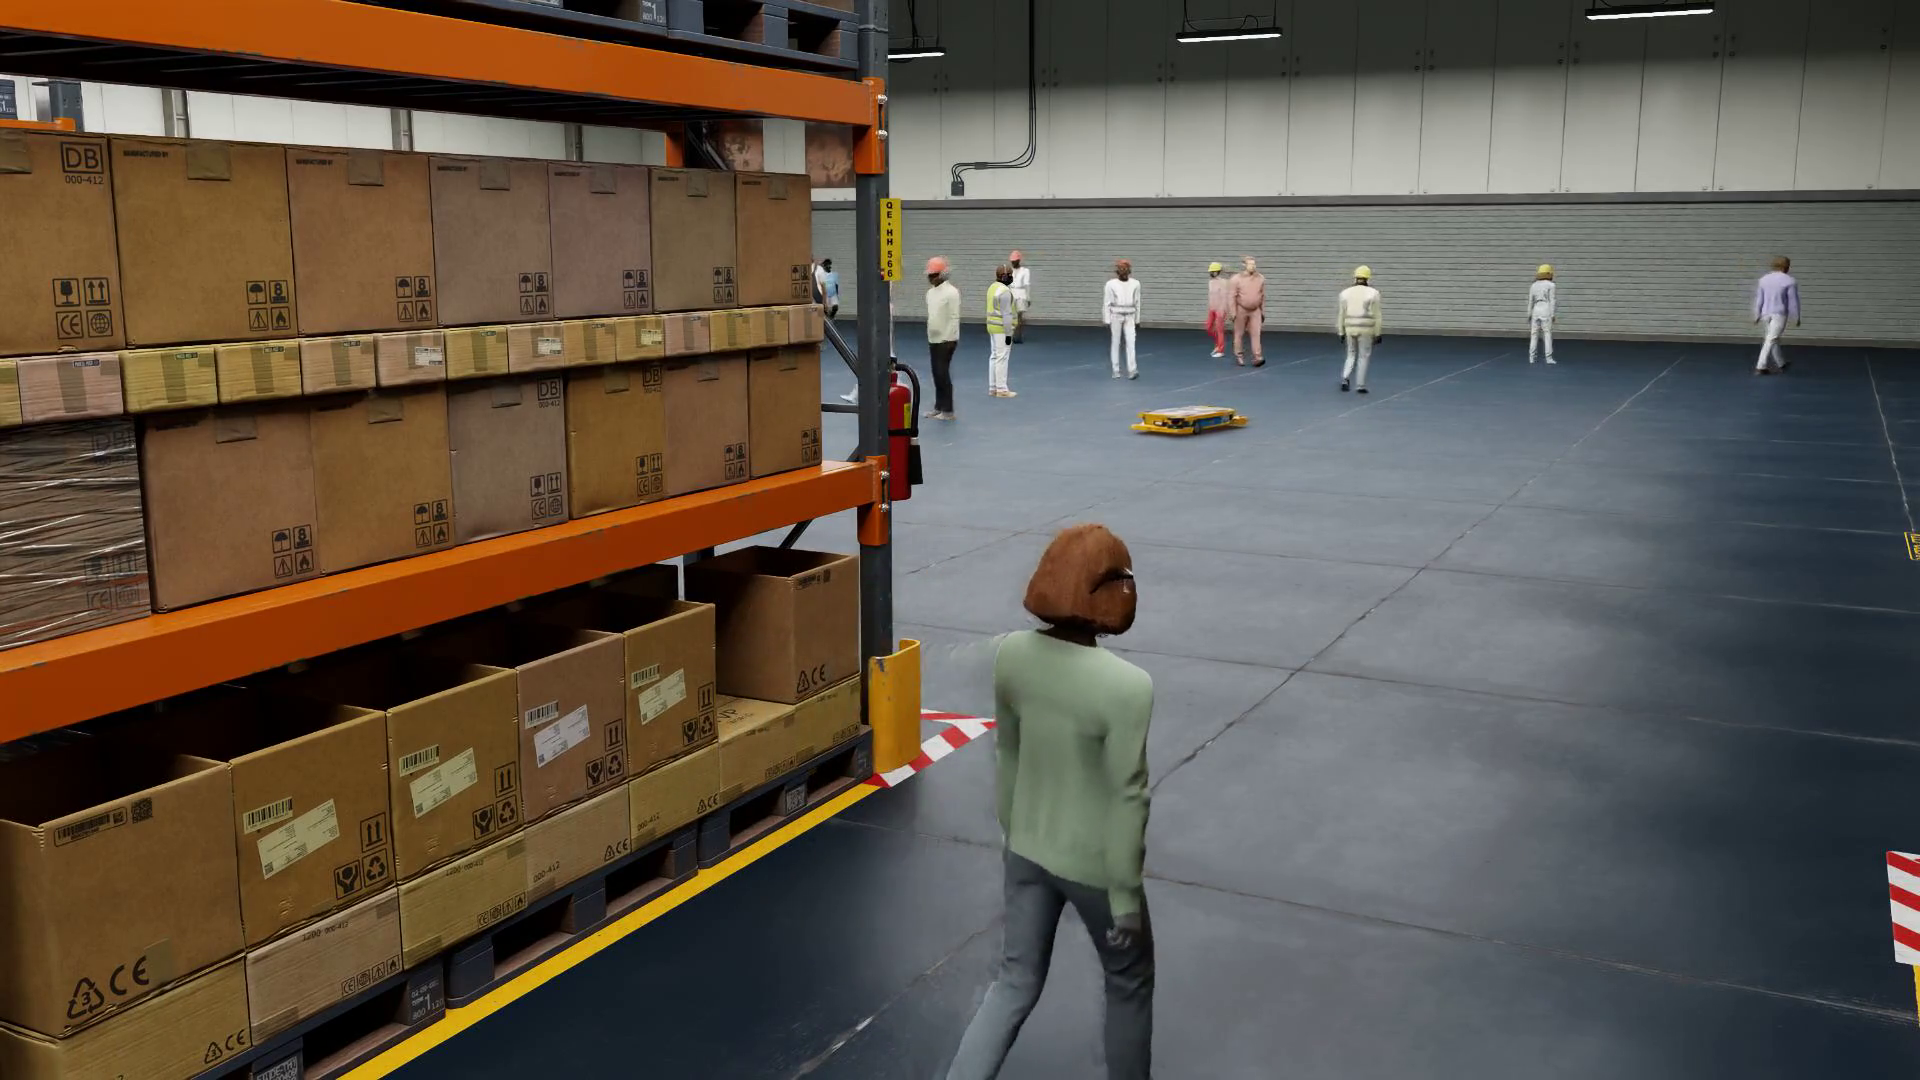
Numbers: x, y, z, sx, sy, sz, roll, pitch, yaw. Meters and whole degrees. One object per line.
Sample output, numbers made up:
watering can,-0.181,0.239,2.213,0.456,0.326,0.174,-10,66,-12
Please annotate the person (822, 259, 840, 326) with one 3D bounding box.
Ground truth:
person,-3.099,-5.779,39.215,0.545,1.687,0.375,-6,12,-28

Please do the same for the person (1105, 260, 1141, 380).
person,2.553,-3.413,25.896,0.601,1.838,0.939,-2,11,-9

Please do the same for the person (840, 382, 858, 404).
person,-1.144,-2.508,21.654,0.880,1.589,0.538,1,10,6

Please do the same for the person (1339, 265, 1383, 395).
person,5.637,-2.937,23.386,0.609,1.819,0.420,9,14,40

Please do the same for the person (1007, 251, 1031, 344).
person,1.115,-4.990,34.344,0.576,1.893,0.935,4,11,21

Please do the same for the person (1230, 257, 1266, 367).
person,4.932,-3.870,28.328,0.673,1.856,0.959,-1,10,-8

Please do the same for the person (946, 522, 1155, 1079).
person,0.227,0.746,3.877,0.810,1.597,0.508,-9,14,-42

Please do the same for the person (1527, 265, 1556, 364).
person,10.240,-3.944,29.207,0.376,1.718,0.593,-9,14,-41

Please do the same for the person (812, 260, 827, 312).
person,-2.928,-4.619,31.930,0.699,2.000,1.058,2,11,11

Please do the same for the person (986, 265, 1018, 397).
person,0.592,-2.889,23.081,0.429,1.838,0.629,-3,11,-18

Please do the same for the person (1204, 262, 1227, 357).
person,4.717,-4.232,30.618,0.369,1.756,0.537,-6,12,-30

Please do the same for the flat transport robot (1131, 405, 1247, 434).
flat transport robot,2.650,-1.396,19.188,0.652,0.197,1.431,9,14,41

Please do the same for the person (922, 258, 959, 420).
person,-0.244,-2.431,20.258,0.500,1.964,0.642,-7,13,-35

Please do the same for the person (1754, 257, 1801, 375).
person,13.251,-3.609,26.831,1.002,1.887,0.660,-5,11,-25
